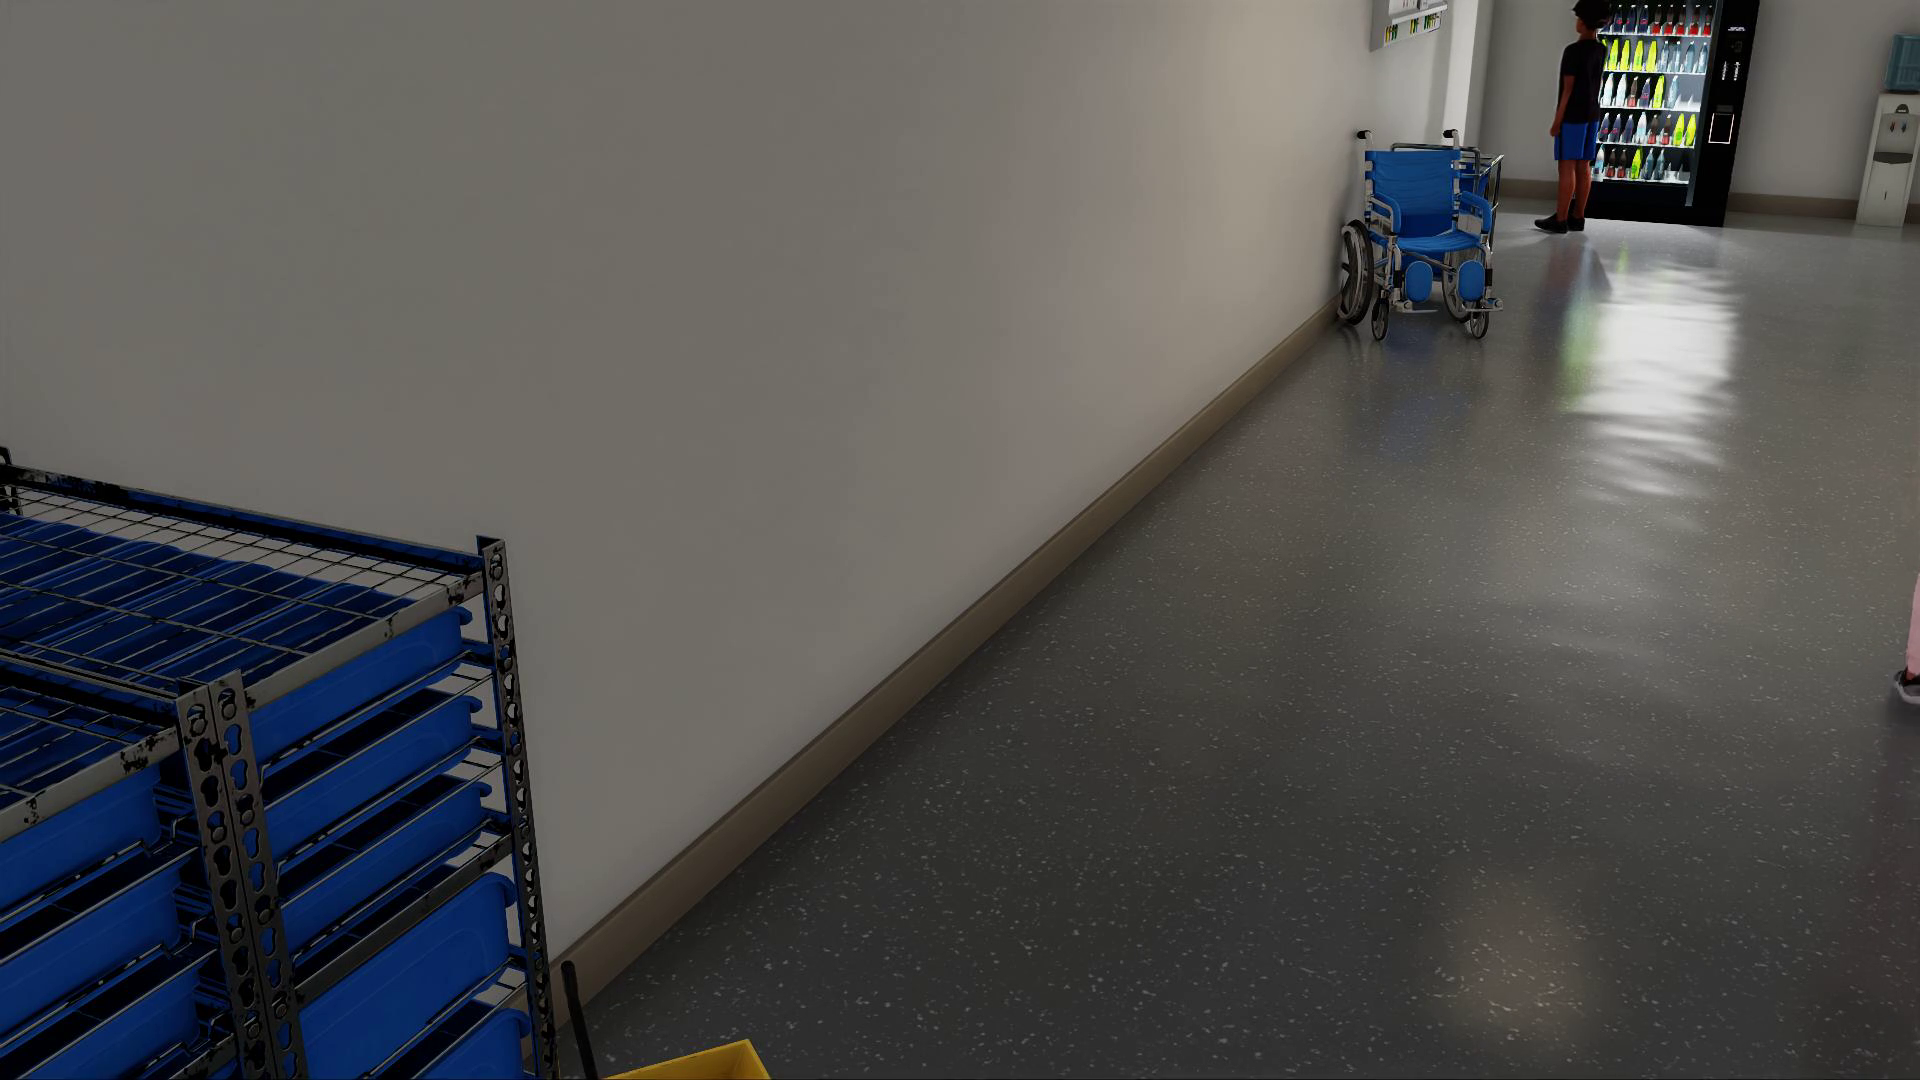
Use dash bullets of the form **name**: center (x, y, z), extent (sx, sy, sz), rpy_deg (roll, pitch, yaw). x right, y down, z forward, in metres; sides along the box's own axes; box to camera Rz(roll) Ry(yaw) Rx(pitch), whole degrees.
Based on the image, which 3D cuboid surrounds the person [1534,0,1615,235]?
- **person**: center (4.863, -3.335, 13.066), extent (0.706, 1.799, 0.745), rpy_deg (-12, 24, -29)
